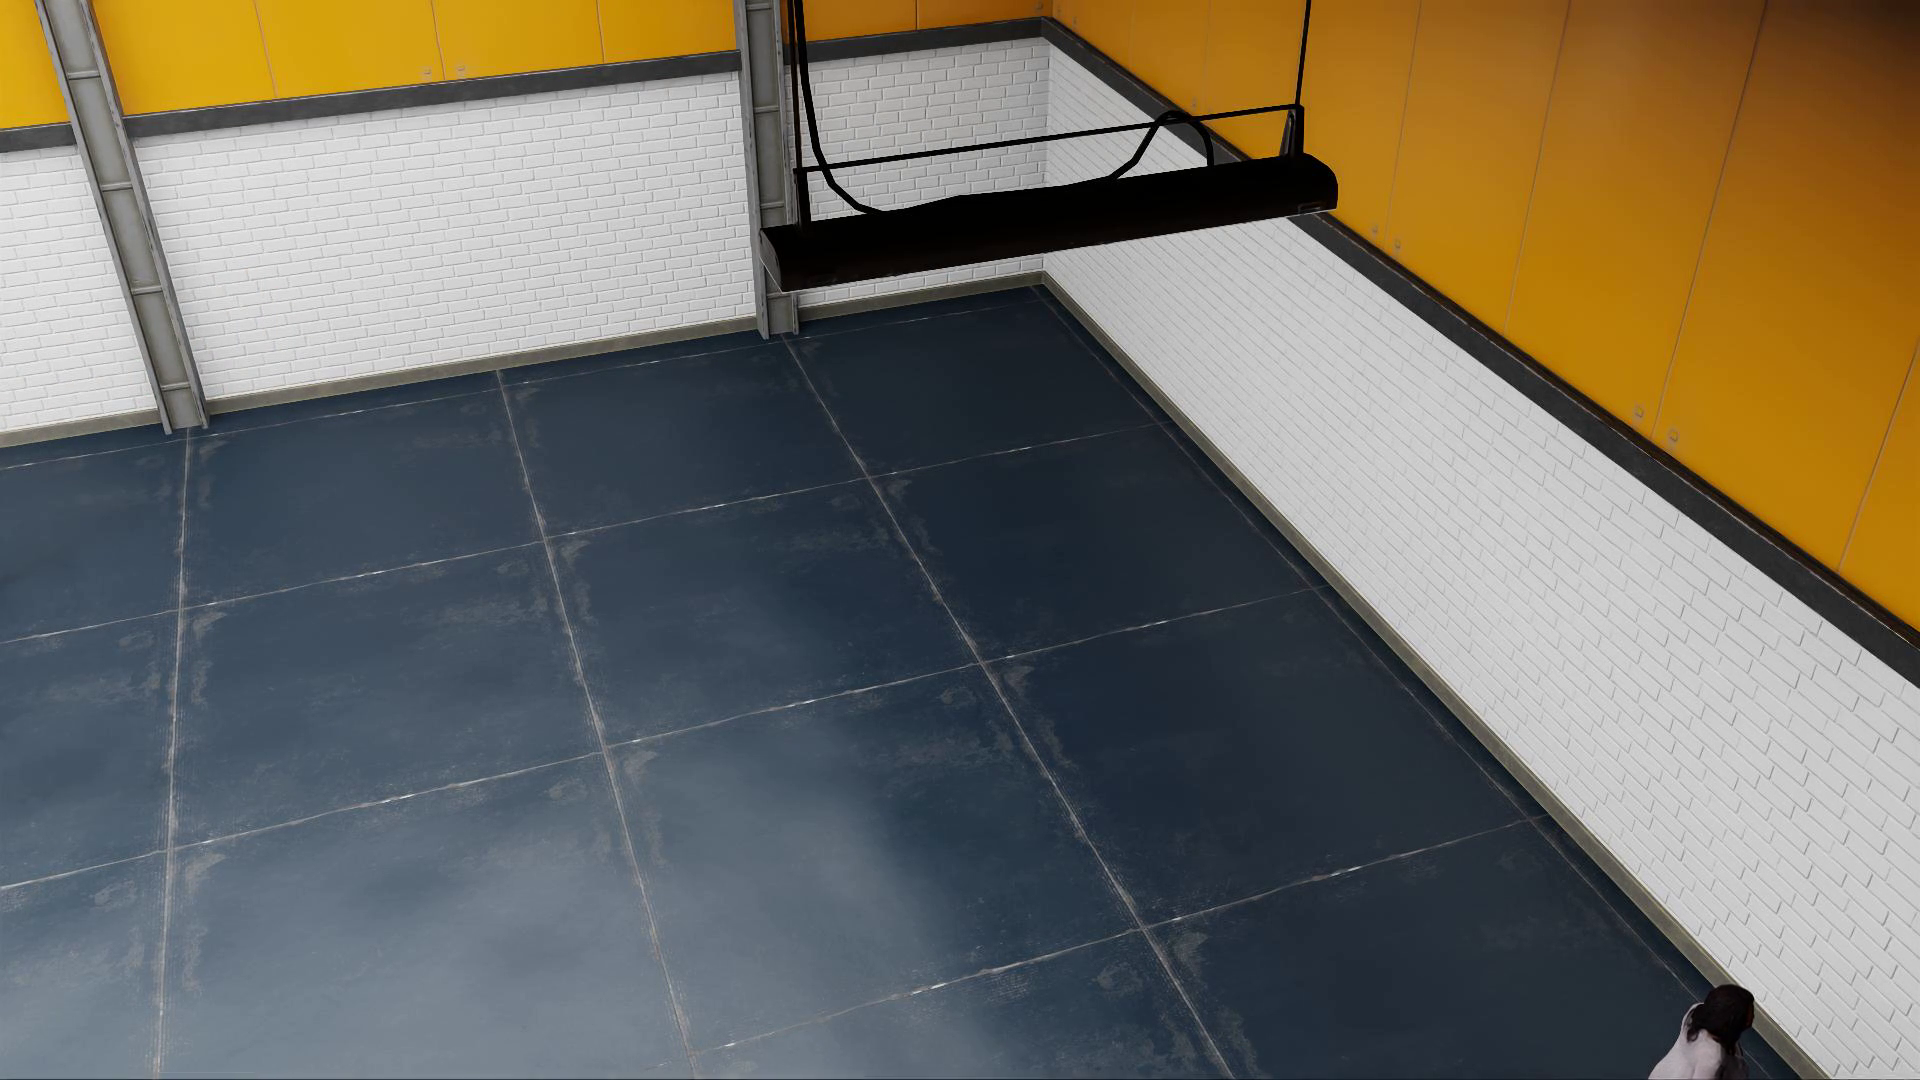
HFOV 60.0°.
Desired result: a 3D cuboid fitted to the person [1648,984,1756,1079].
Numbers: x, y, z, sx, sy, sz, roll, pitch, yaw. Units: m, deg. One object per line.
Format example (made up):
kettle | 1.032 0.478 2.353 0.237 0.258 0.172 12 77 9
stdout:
person | 3.839 2.930 8.816 0.818 1.603 0.769 7 34 10
